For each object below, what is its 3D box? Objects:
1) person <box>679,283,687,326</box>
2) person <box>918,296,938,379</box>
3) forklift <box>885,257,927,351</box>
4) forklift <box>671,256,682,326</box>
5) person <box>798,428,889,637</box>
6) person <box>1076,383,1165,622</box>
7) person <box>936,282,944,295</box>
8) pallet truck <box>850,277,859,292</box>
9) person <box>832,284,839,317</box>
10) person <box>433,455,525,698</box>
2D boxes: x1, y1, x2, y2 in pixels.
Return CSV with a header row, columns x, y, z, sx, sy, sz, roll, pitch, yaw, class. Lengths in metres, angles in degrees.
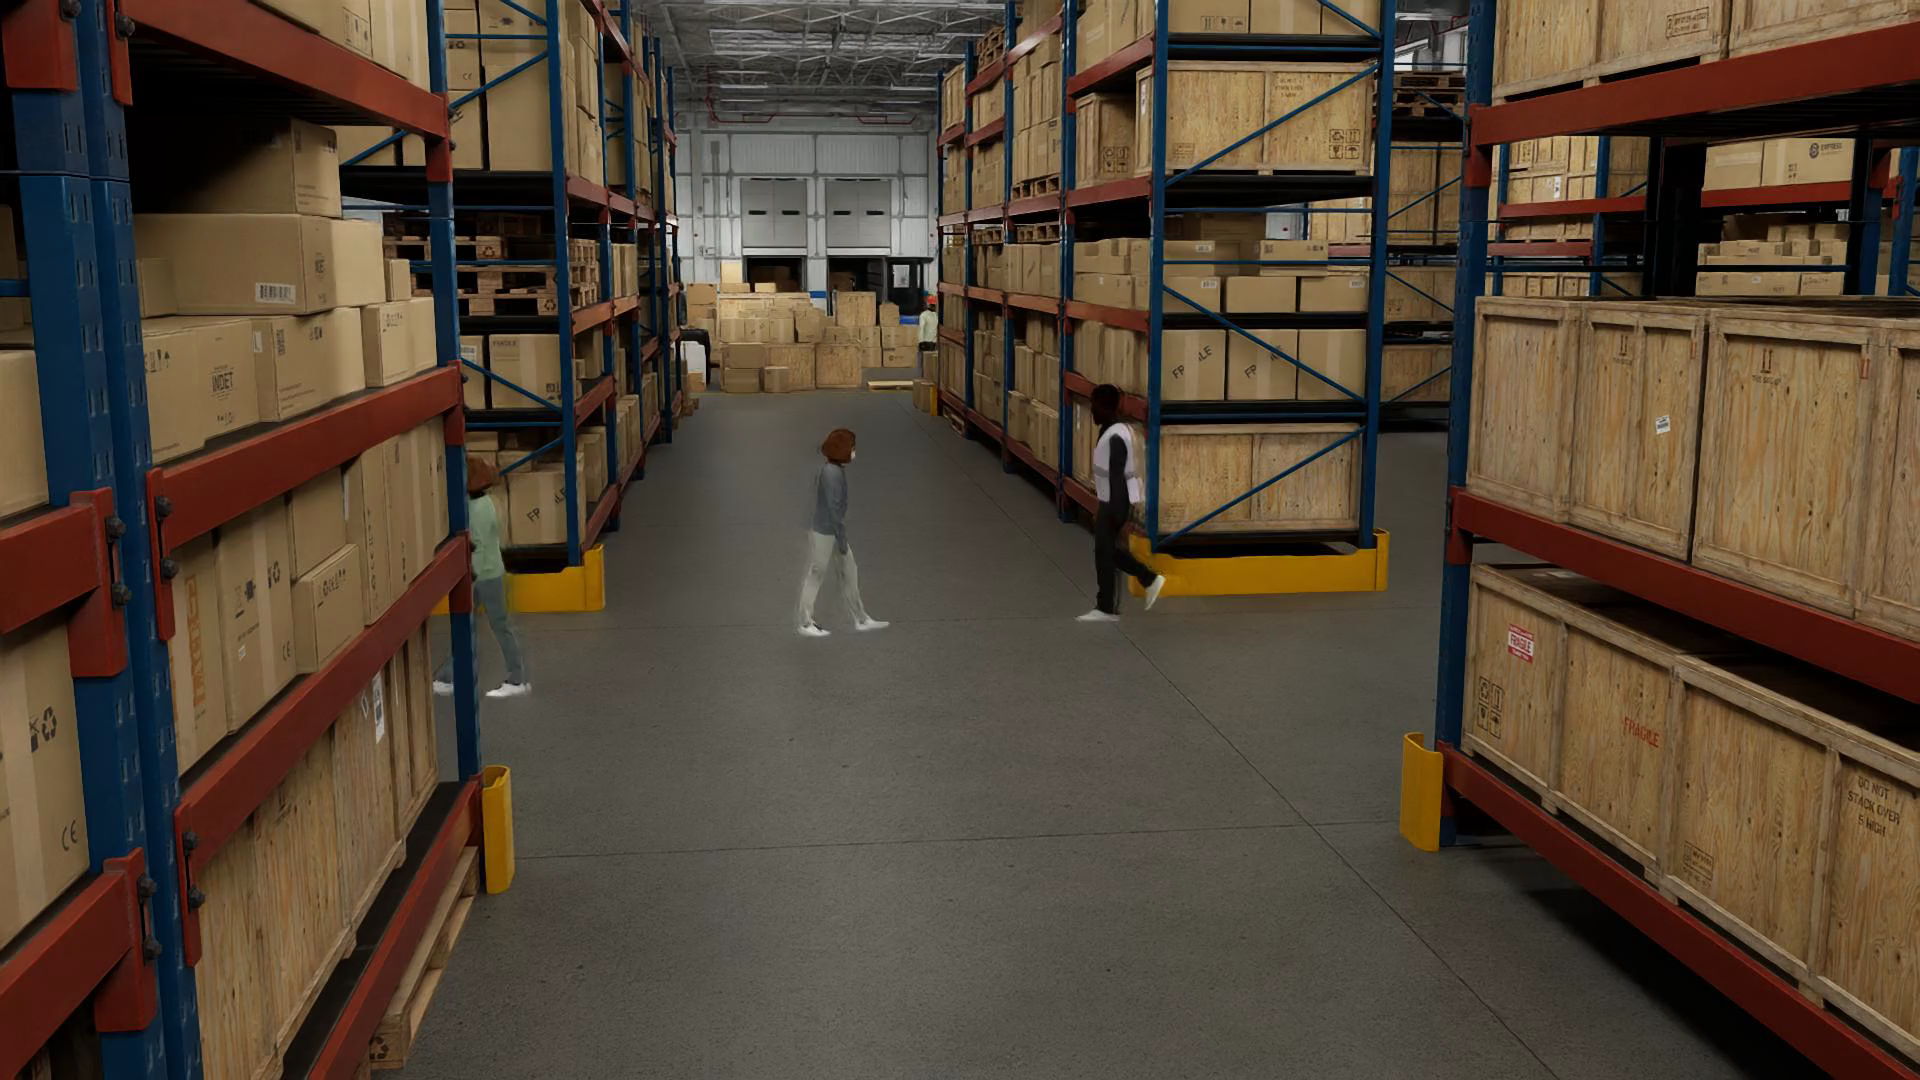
x,y,z,sx,sy,sz,roll,pitch,yaw,class
-9.460,-7.753,56.440,0.627,1.941,0.371,4,11,24,person
-0.558,-4.419,36.932,0.797,1.964,0.641,8,12,38,person
-1.713,-6.905,48.766,1.129,2.768,1.873,5,11,26,forklift
-11.356,-9.574,64.303,1.129,2.768,1.873,-1,10,-7,forklift
-0.890,-0.046,12.553,0.787,1.593,0.530,1,10,4,person
1.274,-0.290,13.151,0.645,1.899,0.612,-1,10,-3,person
-0.716,-8.851,63.044,1.077,1.883,0.617,-5,11,-25,person
-3.782,-9.391,65.808,1.885,1.965,0.823,2,10,10,pallet truck
-5.326,-10.142,71.232,0.314,1.636,0.515,-1,10,-4,person
-3.209,0.257,10.756,0.775,1.597,0.527,-4,11,-22,person
